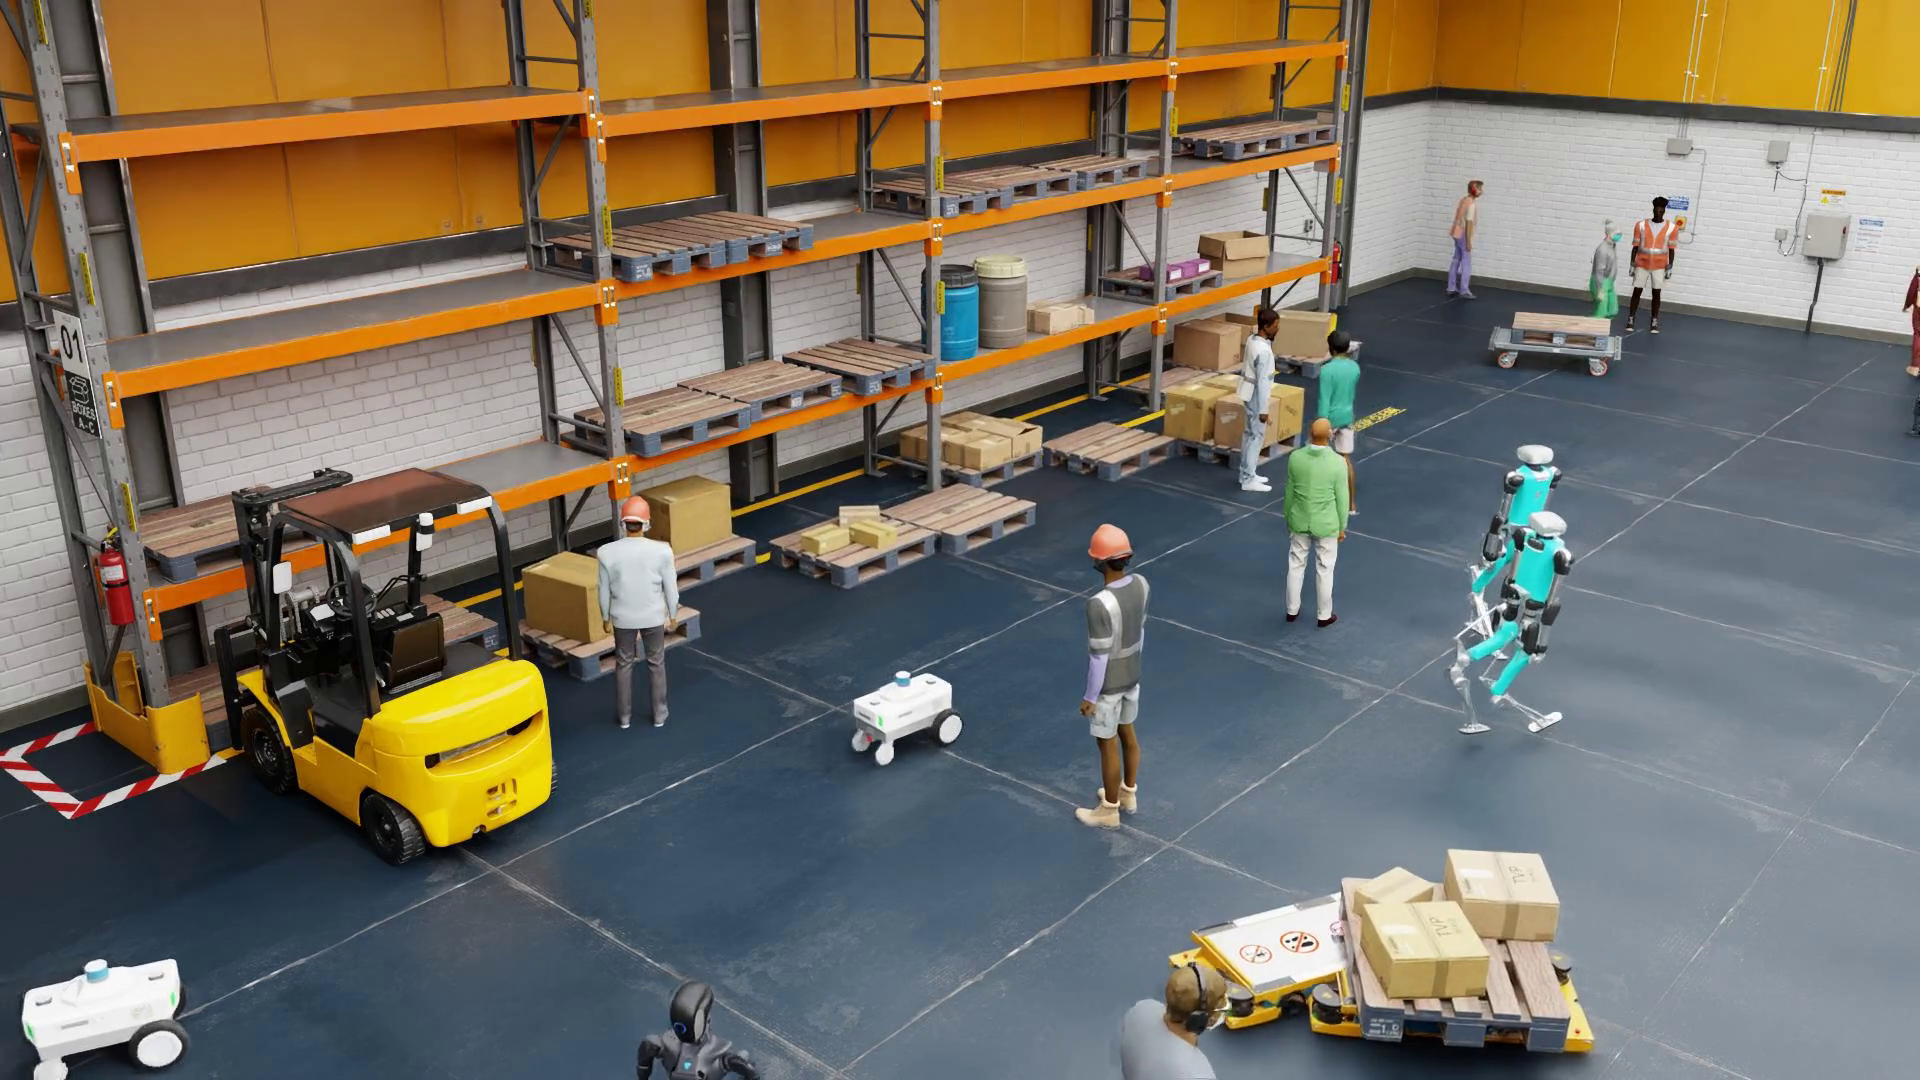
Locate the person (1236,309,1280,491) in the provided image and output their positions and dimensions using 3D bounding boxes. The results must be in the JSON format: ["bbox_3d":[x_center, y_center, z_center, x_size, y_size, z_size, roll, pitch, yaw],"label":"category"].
[{"bbox_3d":[3.058,-1.438,17.091,0.412,1.907,0.596,-1,20,-2],"label":"person"}]

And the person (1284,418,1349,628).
[{"bbox_3d":[2.940,-0.142,13.752,0.537,1.784,0.383,10,23,26],"label":"person"}]

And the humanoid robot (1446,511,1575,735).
[{"bbox_3d":[3.835,0.656,11.642,1.000,1.732,0.560,-8,22,-20],"label":"humanoid robot"}]

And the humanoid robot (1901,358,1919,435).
[{"bbox_3d":[11.075,-1.927,18.758,0.608,1.642,0.608,-9,22,-24],"label":"humanoid robot"}]

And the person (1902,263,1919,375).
[{"bbox_3d":[12.562,-3.052,21.672,0.476,1.757,0.613,3,20,8],"label":"person"}]

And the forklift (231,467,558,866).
[{"bbox_3d":[-3.730,0.710,10.856,2.313,2.155,1.214,17,26,38],"label":"forklift"}]

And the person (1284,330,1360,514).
[{"bbox_3d":[3.699,-1.204,16.604,0.509,1.799,0.952,-8,22,-22],"label":"person"}]

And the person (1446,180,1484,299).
[{"bbox_3d":[7.919,-4.701,26.044,0.450,1.827,0.634,1,20,3],"label":"person"}]

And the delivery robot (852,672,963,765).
[{"bbox_3d":[-0.376,1.227,11.840,0.790,0.614,0.499,-17,26,-39],"label":"delivery robot"}]

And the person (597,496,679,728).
[{"bbox_3d":[-2.311,0.525,12.008,0.572,1.737,0.350,-3,20,-7],"label":"person"}]

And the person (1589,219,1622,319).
[{"bbox_3d":[8.806,-3.473,22.705,0.425,1.827,0.556,16,25,36],"label":"person"}]

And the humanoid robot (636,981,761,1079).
[{"bbox_3d":[-1.066,2.478,6.821,0.655,1.639,0.395,4,21,11],"label":"humanoid robot"}]

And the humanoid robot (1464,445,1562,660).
[{"bbox_3d":[4.306,0.028,13.365,0.554,1.768,0.823,-10,22,-25],"label":"humanoid robot"}]

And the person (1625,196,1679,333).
[{"bbox_3d":[9.895,-3.942,23.805,0.600,1.957,0.381,9,22,22],"label":"person"}]

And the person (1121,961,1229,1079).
[{"bbox_3d":[0.847,2.468,6.484,0.507,1.917,0.638,-5,21,-13],"label":"person"}]

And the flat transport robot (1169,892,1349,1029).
[{"bbox_3d":[1.951,2.314,9.281,1.431,0.231,0.659,-9,22,-22],"label":"flat transport robot"}]

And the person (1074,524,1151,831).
[{"bbox_3d":[0.953,0.877,10.622,0.392,2.040,0.607,14,25,34],"label":"person"}]

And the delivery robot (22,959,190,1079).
[{"bbox_3d":[-4.370,2.430,8.541,0.773,0.586,0.499,-9,22,-23],"label":"delivery robot"}]

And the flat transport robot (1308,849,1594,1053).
[{"bbox_3d":[2.595,2.438,8.945,1.431,0.231,0.659,2,20,6],"label":"flat transport robot"}]
